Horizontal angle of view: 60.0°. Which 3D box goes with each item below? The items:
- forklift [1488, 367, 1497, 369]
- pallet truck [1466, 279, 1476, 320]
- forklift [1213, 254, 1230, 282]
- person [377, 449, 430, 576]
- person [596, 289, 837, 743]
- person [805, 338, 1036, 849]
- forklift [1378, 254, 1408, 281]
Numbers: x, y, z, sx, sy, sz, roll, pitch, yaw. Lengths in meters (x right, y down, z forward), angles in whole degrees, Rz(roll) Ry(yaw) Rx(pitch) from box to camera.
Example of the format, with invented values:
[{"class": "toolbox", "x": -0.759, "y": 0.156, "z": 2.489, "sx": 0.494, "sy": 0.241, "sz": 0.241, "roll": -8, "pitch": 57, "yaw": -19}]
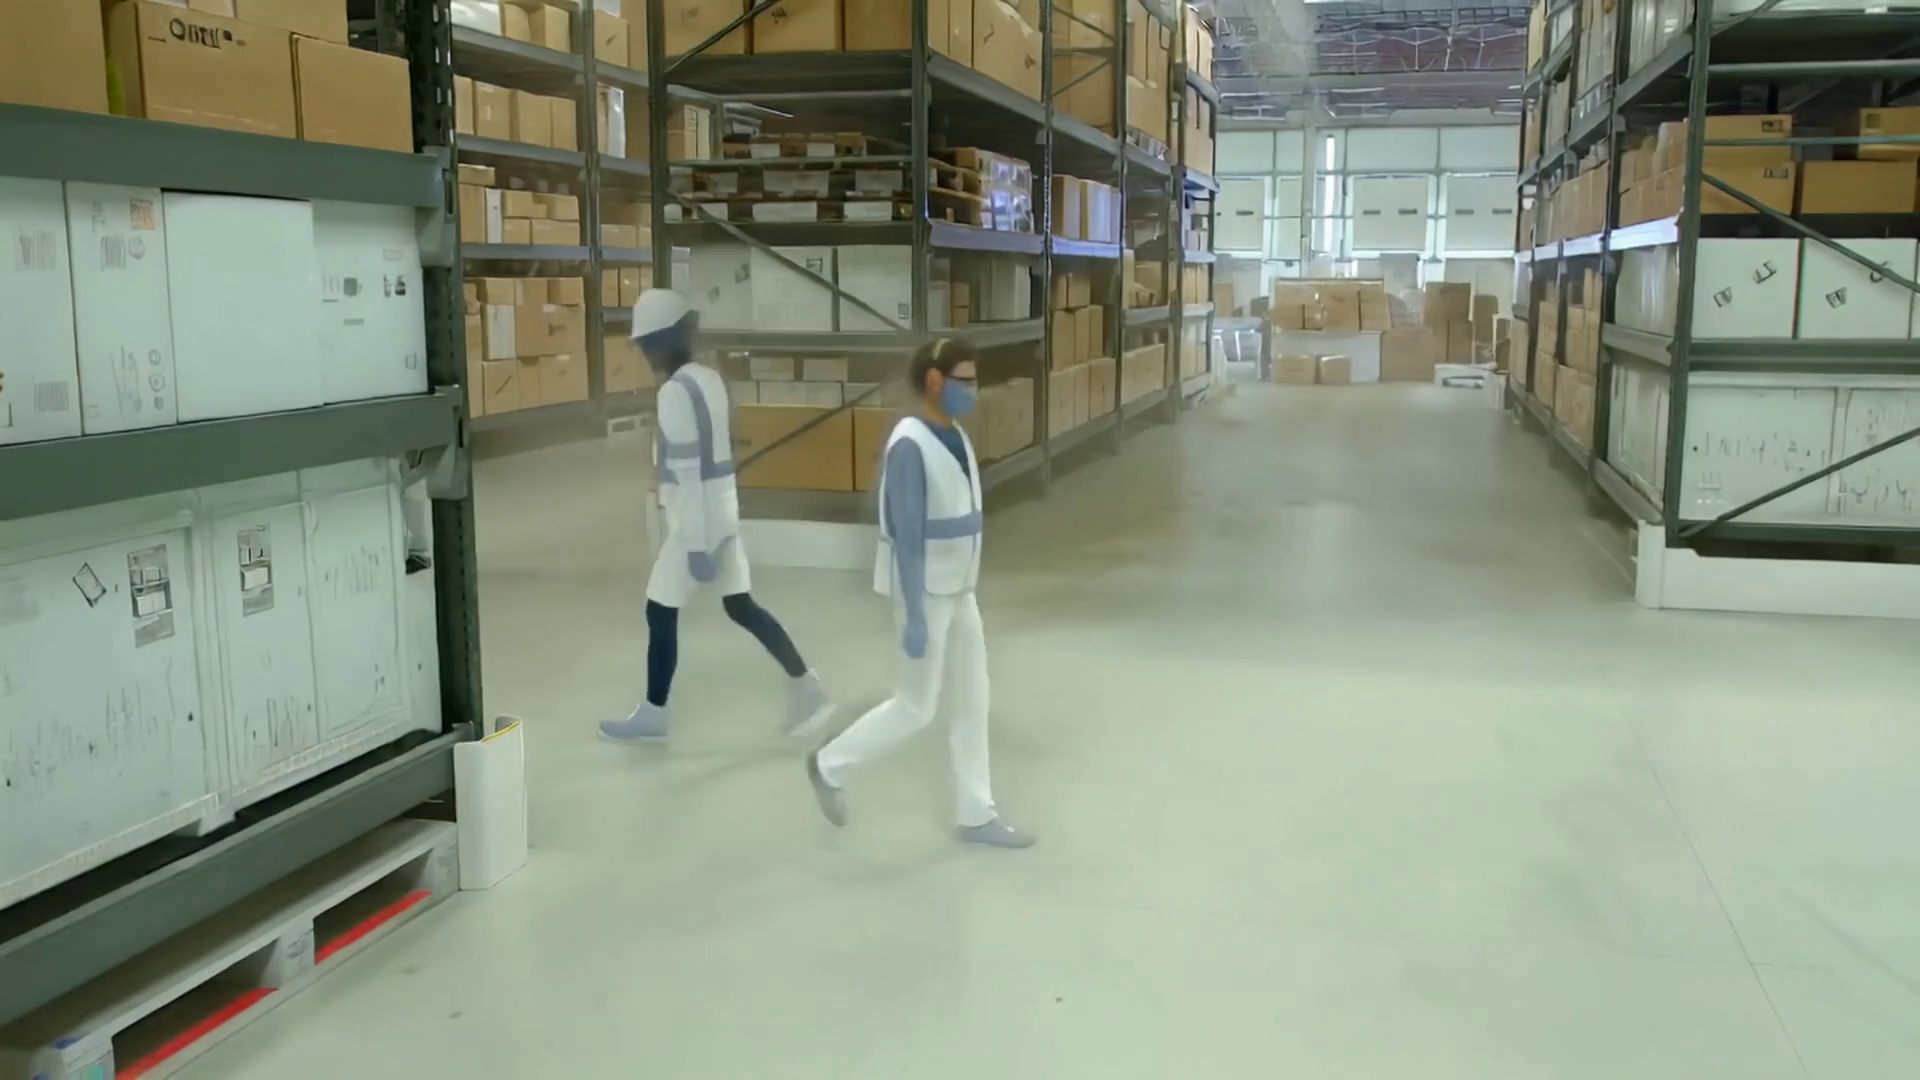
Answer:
[{"class": "forklift", "x": 12.037, "y": -4.793, "z": 34.225, "sx": 1.129, "sy": 2.768, "sz": 1.873, "roll": -4, "pitch": 10, "yaw": -26}, {"class": "pallet truck", "x": 18.896, "y": -8.459, "z": 60.307, "sx": 1.885, "sy": 1.965, "sz": 0.823, "roll": 5, "pitch": 10, "yaw": 31}, {"class": "forklift", "x": 8.566, "y": -8.070, "z": 55.044, "sx": 1.873, "sy": 2.768, "sz": 1.129, "roll": -2, "pitch": 9, "yaw": -14}, {"class": "person", "x": -3.893, "y": -0.701, "z": 11.356, "sx": 0.636, "sy": 1.899, "sz": 0.402, "roll": 9, "pitch": 13, "yaw": 44}, {"class": "person", "x": -1.042, "y": -0.079, "z": 7.136, "sx": 1.029, "sy": 1.993, "sz": 0.643, "roll": 1, "pitch": 9, "yaw": 9}, {"class": "person", "x": -0.139, "y": 0.192, "z": 5.908, "sx": 0.783, "sy": 1.824, "sz": 0.581, "roll": 4, "pitch": 10, "yaw": 23}, {"class": "forklift", "x": 14.512, "y": -8.215, "z": 55.966, "sx": 1.129, "sy": 2.768, "sz": 1.873, "roll": -2, "pitch": 9, "yaw": -13}]
